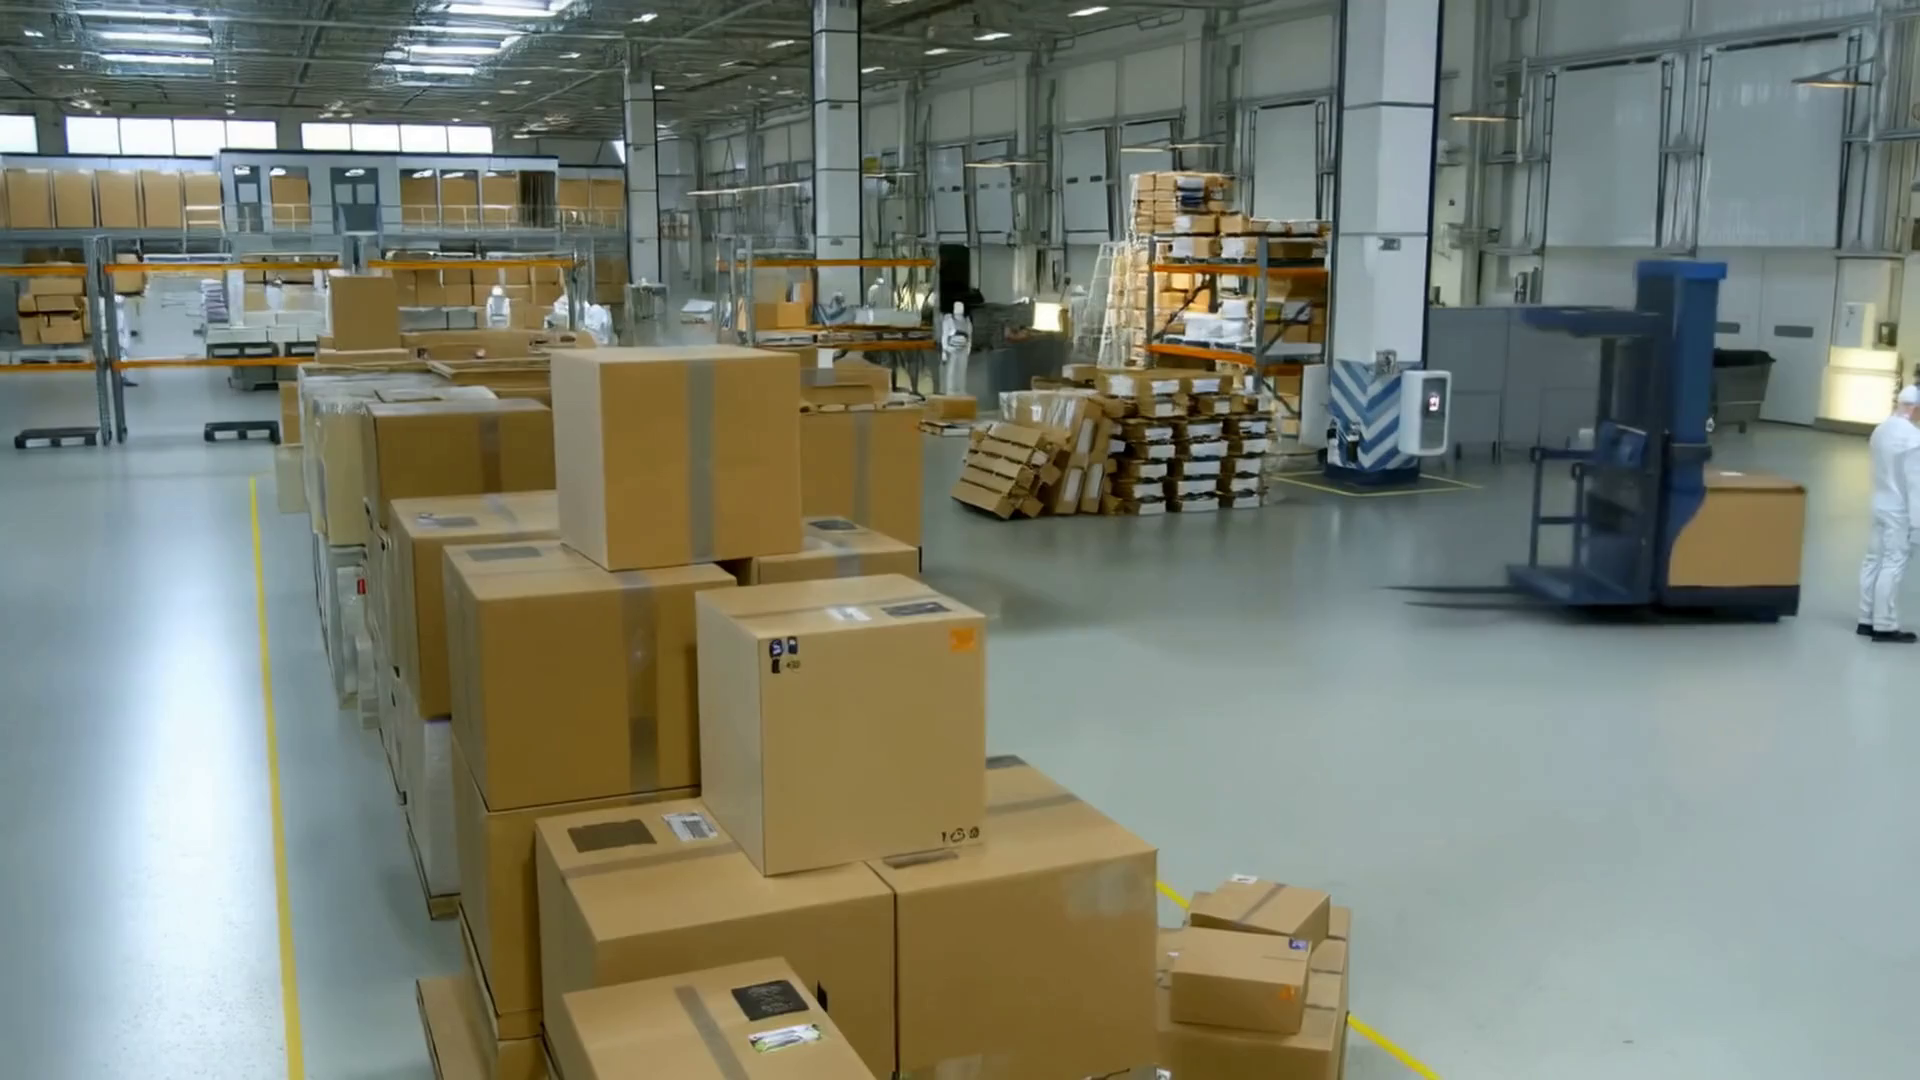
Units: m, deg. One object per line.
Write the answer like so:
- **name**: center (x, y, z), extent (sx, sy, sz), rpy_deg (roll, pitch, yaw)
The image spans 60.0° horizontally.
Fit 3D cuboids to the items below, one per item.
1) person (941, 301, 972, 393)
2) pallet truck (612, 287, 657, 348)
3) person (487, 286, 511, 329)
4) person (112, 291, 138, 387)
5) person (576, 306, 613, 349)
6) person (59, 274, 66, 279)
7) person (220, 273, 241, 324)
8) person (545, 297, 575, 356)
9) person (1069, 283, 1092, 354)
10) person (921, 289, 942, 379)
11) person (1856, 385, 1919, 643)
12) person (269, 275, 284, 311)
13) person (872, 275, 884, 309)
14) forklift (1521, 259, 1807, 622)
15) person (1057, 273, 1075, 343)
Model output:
- **person**: center (-0.044, -3.572, 31.260), extent (0.620, 1.837, 0.429), rpy_deg (-6, 12, -31)
- **pallet truck**: center (-6.464, -4.406, 35.401), extent (0.823, 1.965, 1.885), rpy_deg (6, 12, 32)
- **person**: center (-11.373, -5.346, 41.074), extent (0.588, 1.831, 1.011), rpy_deg (-7, 12, -33)
- **person**: center (-17.013, -4.080, 33.758), extent (0.351, 1.942, 0.547), rpy_deg (-9, 14, -42)
- **person**: center (-5.122, -2.306, 23.713), extent (0.535, 2.000, 0.674), rpy_deg (3, 11, 14)
- **person**: center (-30.924, -8.285, 57.370), extent (0.999, 1.796, 0.507), rpy_deg (4, 11, 22)
- **person**: center (-25.350, -8.377, 57.697), extent (0.812, 1.857, 0.588), rpy_deg (2, 11, 12)
- **person**: center (-7.342, -3.522, 30.711), extent (0.371, 1.933, 0.627), rpy_deg (9, 14, 42)
- **person**: center (3.139, -5.748, 43.273), extent (0.546, 1.836, 0.641), rpy_deg (-3, 11, -18)
- **person**: center (-0.603, -4.404, 35.588), extent (0.367, 1.927, 0.590), rpy_deg (6, 12, 28)
- **person**: center (6.968, -0.192, 12.381), extent (0.384, 1.930, 0.634), rpy_deg (0, 10, -1)
- **person**: center (-20.660, -7.012, 50.061), extent (0.811, 1.905, 0.536), rpy_deg (-1, 10, -6)
- **person**: center (-2.469, -6.935, 49.640), extent (0.409, 1.899, 0.774), rpy_deg (1, 10, 8)
- **forklift**: center (5.627, -0.822, 13.218), extent (1.873, 2.768, 1.129), rpy_deg (0, 10, 1)
- **person**: center (3.063, -6.694, 48.021), extent (0.383, 1.991, 0.622), rpy_deg (-6, 12, -30)
